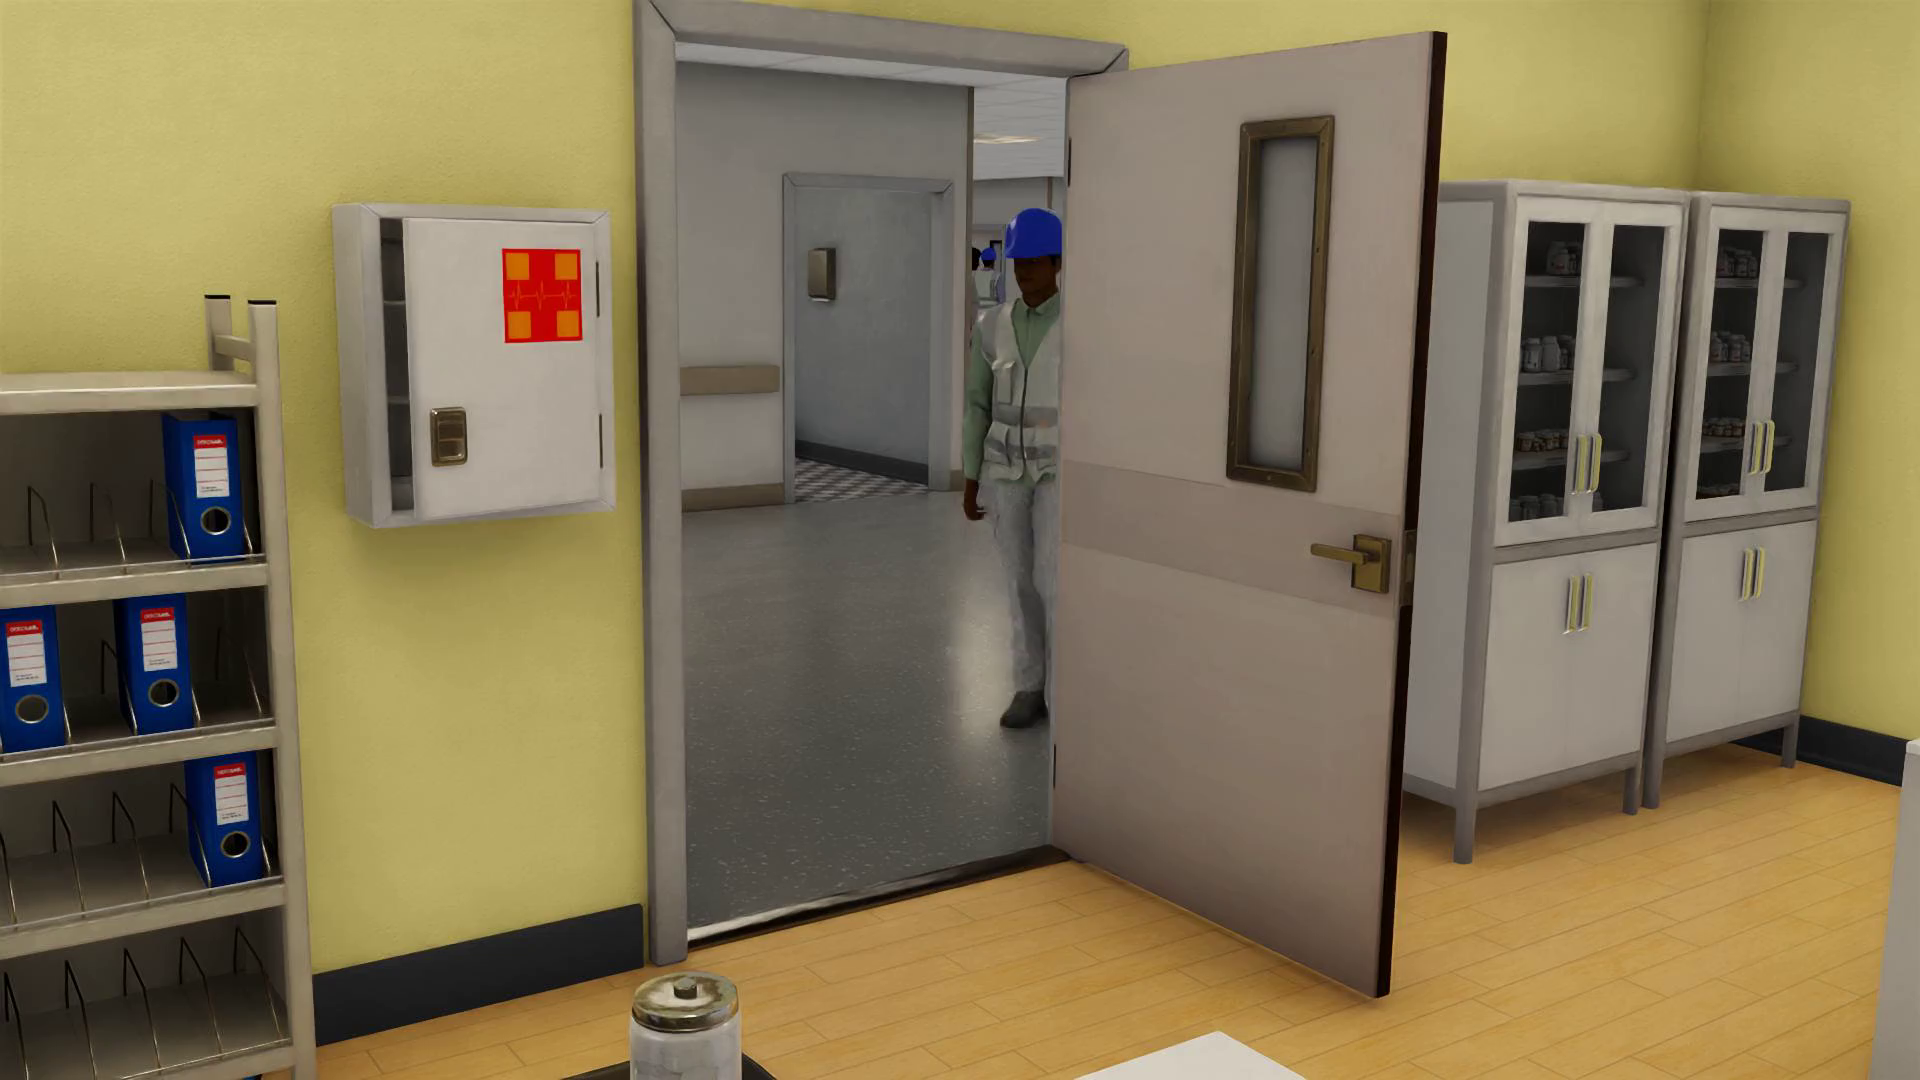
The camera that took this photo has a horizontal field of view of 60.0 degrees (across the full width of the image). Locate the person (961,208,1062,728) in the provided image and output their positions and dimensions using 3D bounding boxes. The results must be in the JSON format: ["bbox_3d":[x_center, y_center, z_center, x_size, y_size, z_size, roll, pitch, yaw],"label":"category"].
[{"bbox_3d":[0.287,-0.248,6.178,0.644,1.933,0.439,6,11,30],"label":"person"}]

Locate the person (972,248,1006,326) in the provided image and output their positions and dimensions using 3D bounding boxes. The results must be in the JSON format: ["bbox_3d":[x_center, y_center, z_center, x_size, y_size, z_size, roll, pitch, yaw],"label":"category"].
[{"bbox_3d":[0.411,-3.309,24.438,0.605,1.951,0.380,7,11,32],"label":"person"}]
